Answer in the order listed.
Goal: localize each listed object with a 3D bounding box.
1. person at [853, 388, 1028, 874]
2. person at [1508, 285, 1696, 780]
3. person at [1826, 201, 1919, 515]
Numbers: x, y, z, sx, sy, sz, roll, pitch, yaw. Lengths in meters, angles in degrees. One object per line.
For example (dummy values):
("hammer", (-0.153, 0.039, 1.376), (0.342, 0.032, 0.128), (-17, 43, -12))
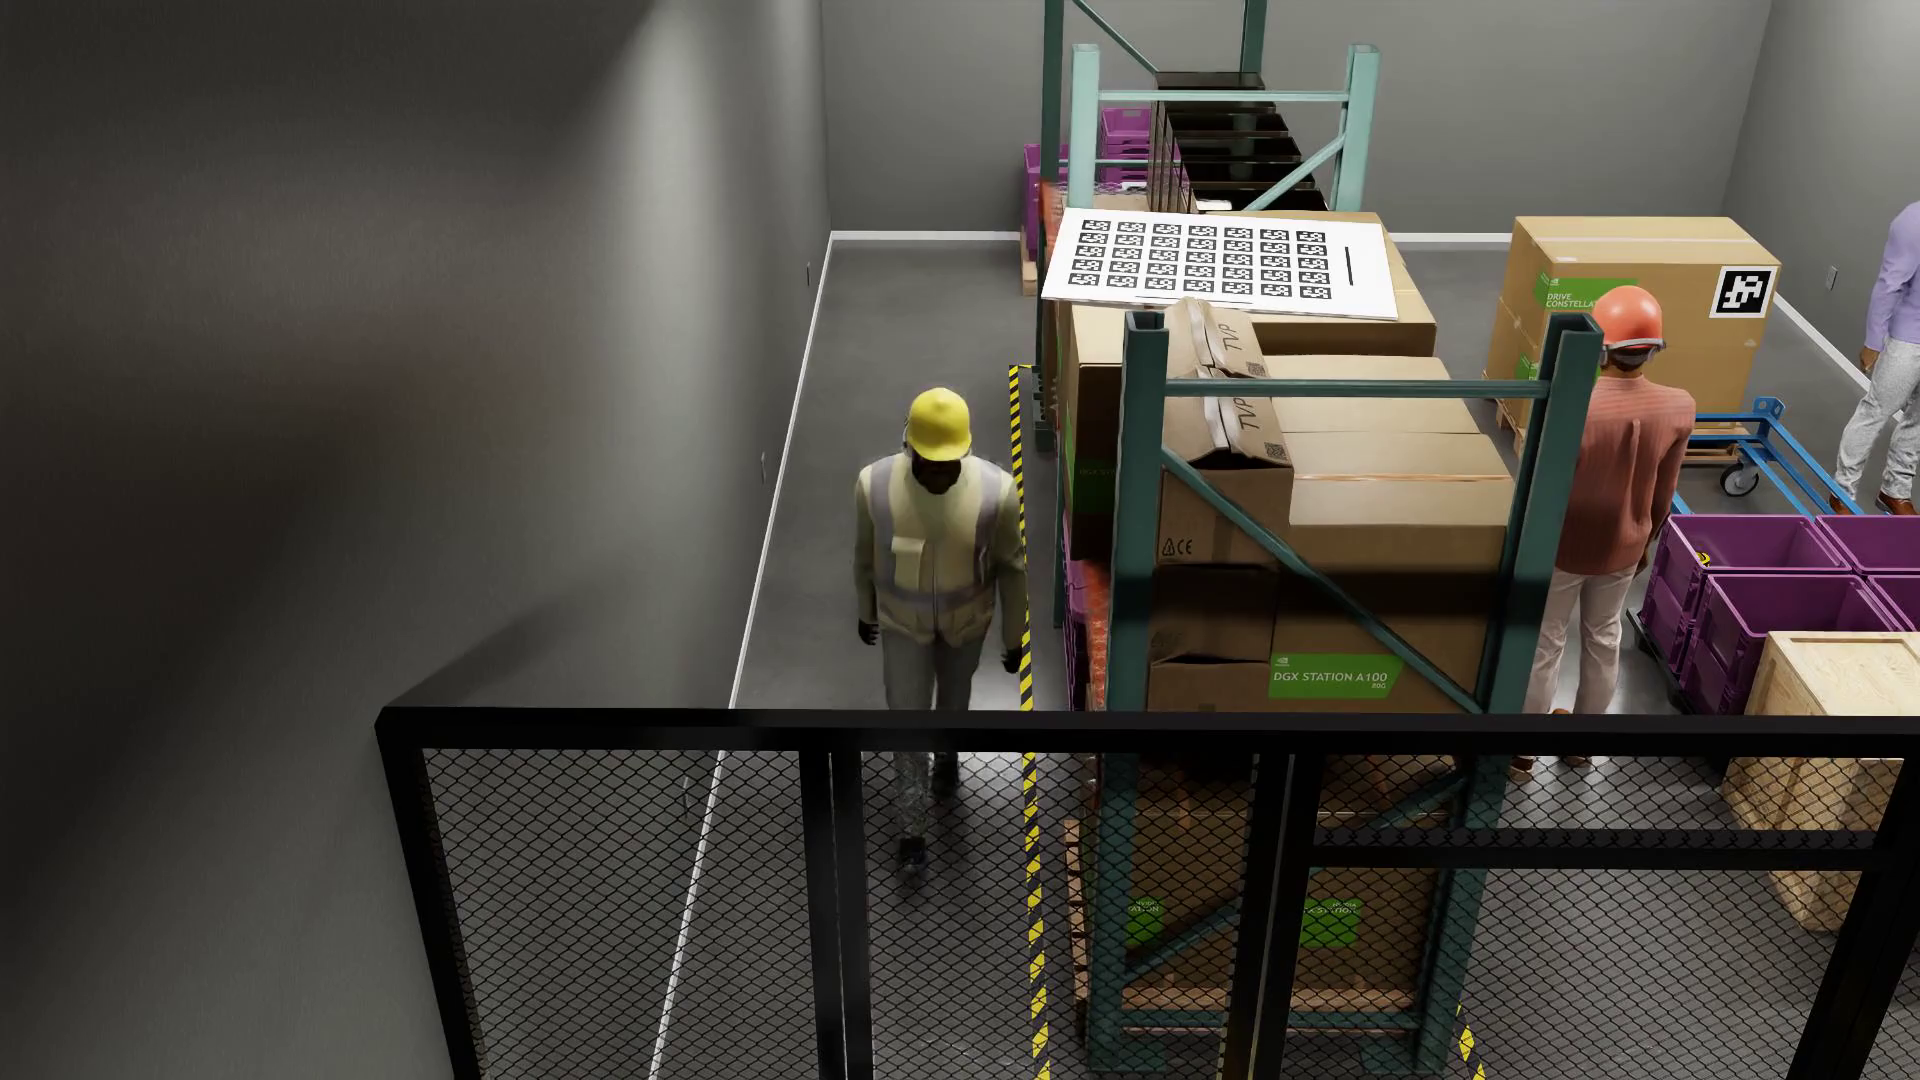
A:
("person", (-0.068, 0.307, 5.839), (0.612, 1.788, 0.932), (-1, 31, -2))
("person", (2.304, 0.010, 6.147), (0.608, 1.993, 0.379), (-7, 32, -12))
("person", (4.531, -0.939, 7.774), (0.636, 1.938, 0.355), (-1, 31, -2))
